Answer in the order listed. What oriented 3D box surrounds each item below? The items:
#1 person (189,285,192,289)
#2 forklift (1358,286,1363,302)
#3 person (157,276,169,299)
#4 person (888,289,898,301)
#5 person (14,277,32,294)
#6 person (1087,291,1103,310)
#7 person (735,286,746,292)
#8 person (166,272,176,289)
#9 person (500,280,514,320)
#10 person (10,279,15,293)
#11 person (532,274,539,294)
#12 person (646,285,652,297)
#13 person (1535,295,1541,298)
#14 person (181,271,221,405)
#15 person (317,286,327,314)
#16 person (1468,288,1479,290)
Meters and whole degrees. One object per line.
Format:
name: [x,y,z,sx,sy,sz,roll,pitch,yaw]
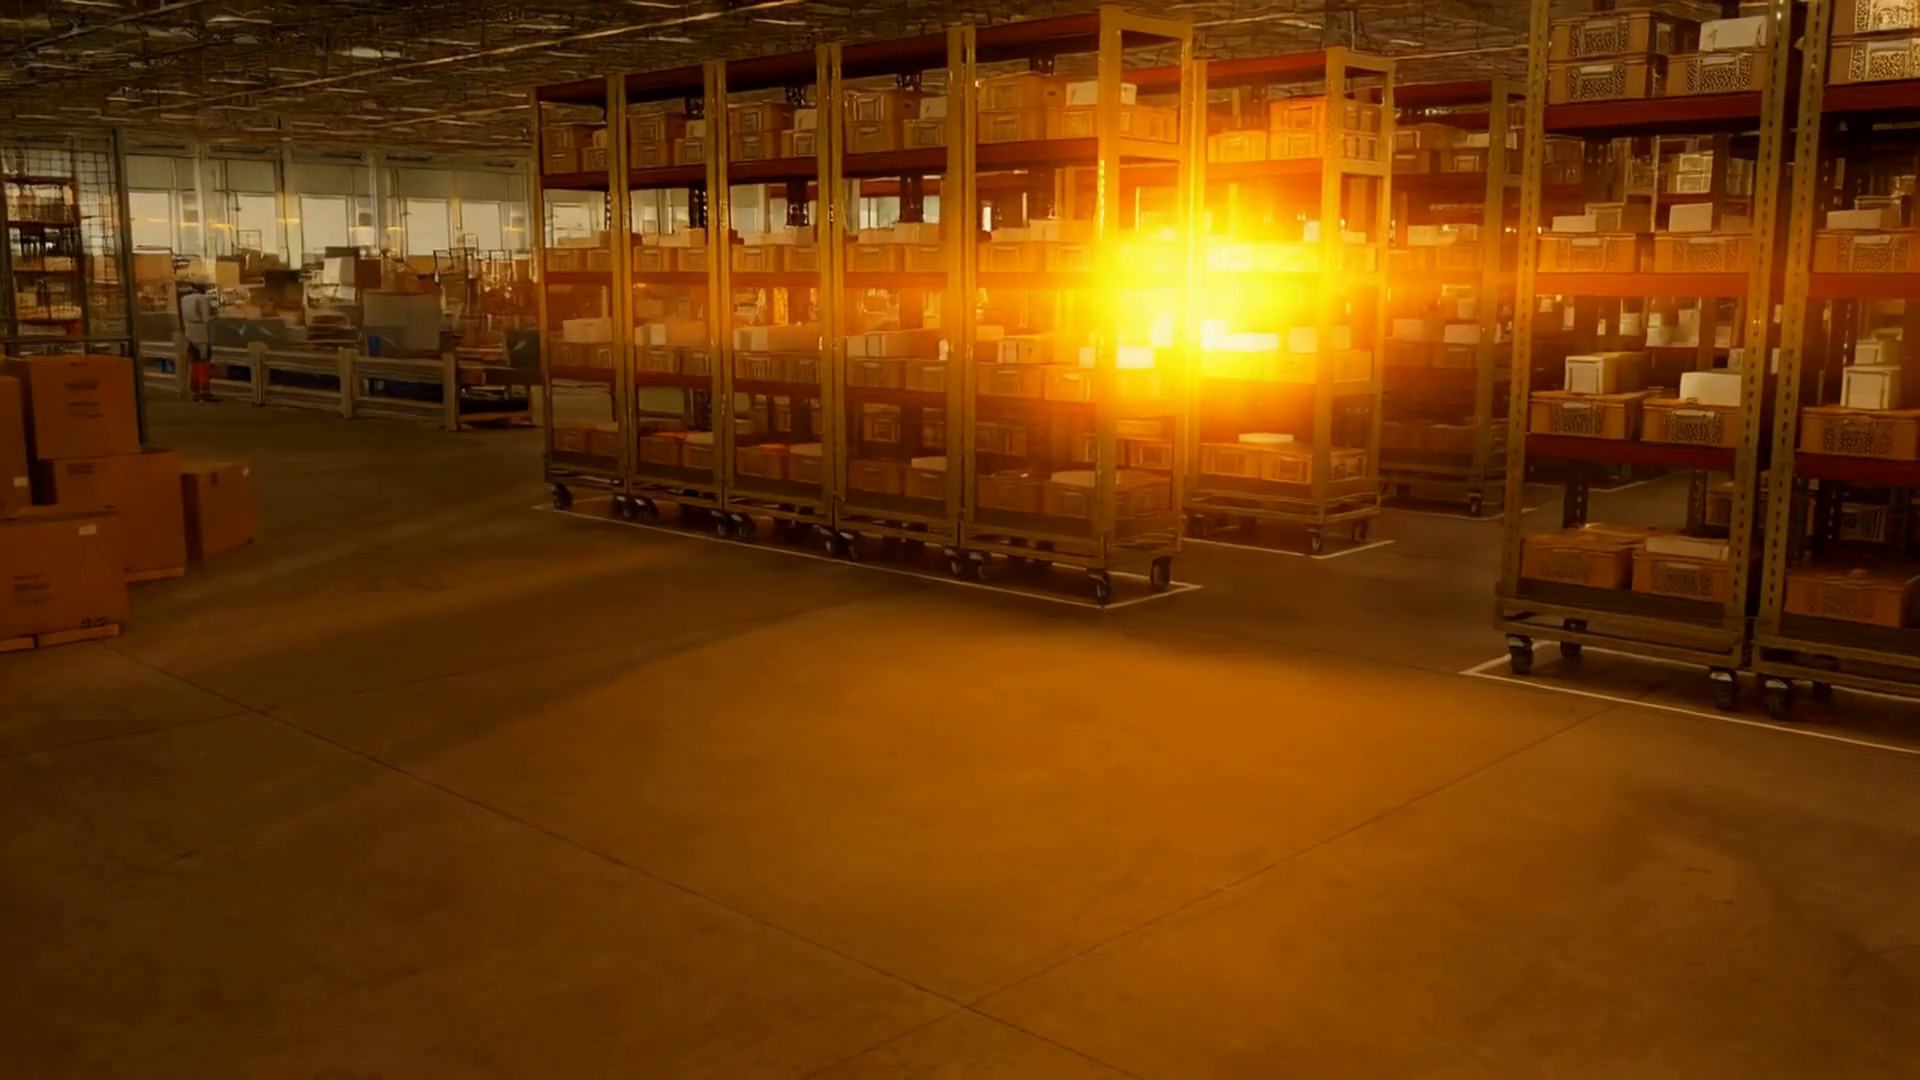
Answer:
person: [-27.026,-8.405,58.601,0.535,1.864,0.410,7,11,35]
forklift: [11.100,-7.017,46.970,1.873,2.768,1.129,9,13,43]
person: [-32.349,-9.821,67.492,0.534,1.791,0.985,3,10,18]
person: [-2.381,-8.652,59.690,0.375,1.997,0.612,4,10,21]
person: [-29.873,-7.541,53.112,0.539,1.930,0.391,-9,13,-44]
person: [1.666,-2.292,21.346,0.926,1.792,0.611,-8,12,-39]
person: [-8.477,-9.266,63.325,0.683,2.000,0.992,-1,9,-4]
person: [-32.727,-10.159,69.112,0.370,1.940,0.627,-1,9,-6]
person: [-15.876,-8.270,58.302,0.537,1.693,0.320,6,11,32]
person: [-41.377,-10.711,72.470,0.404,1.944,0.614,-7,12,-37]
person: [-15.836,-8.985,62.108,0.528,1.876,0.323,7,12,38]
person: [-11.309,-8.751,61.109,0.821,1.732,0.541,-3,10,-16]
person: [15.341,-6.148,44.908,0.597,1.823,0.410,-1,9,-6]
person: [-11.623,-3.087,25.486,0.602,2.035,0.411,5,11,30]
person: [-22.964,-8.670,60.054,0.678,1.906,0.622,2,9,11]
person: [17.067,-7.953,55.431,0.637,1.981,1.047,-8,12,-41]
